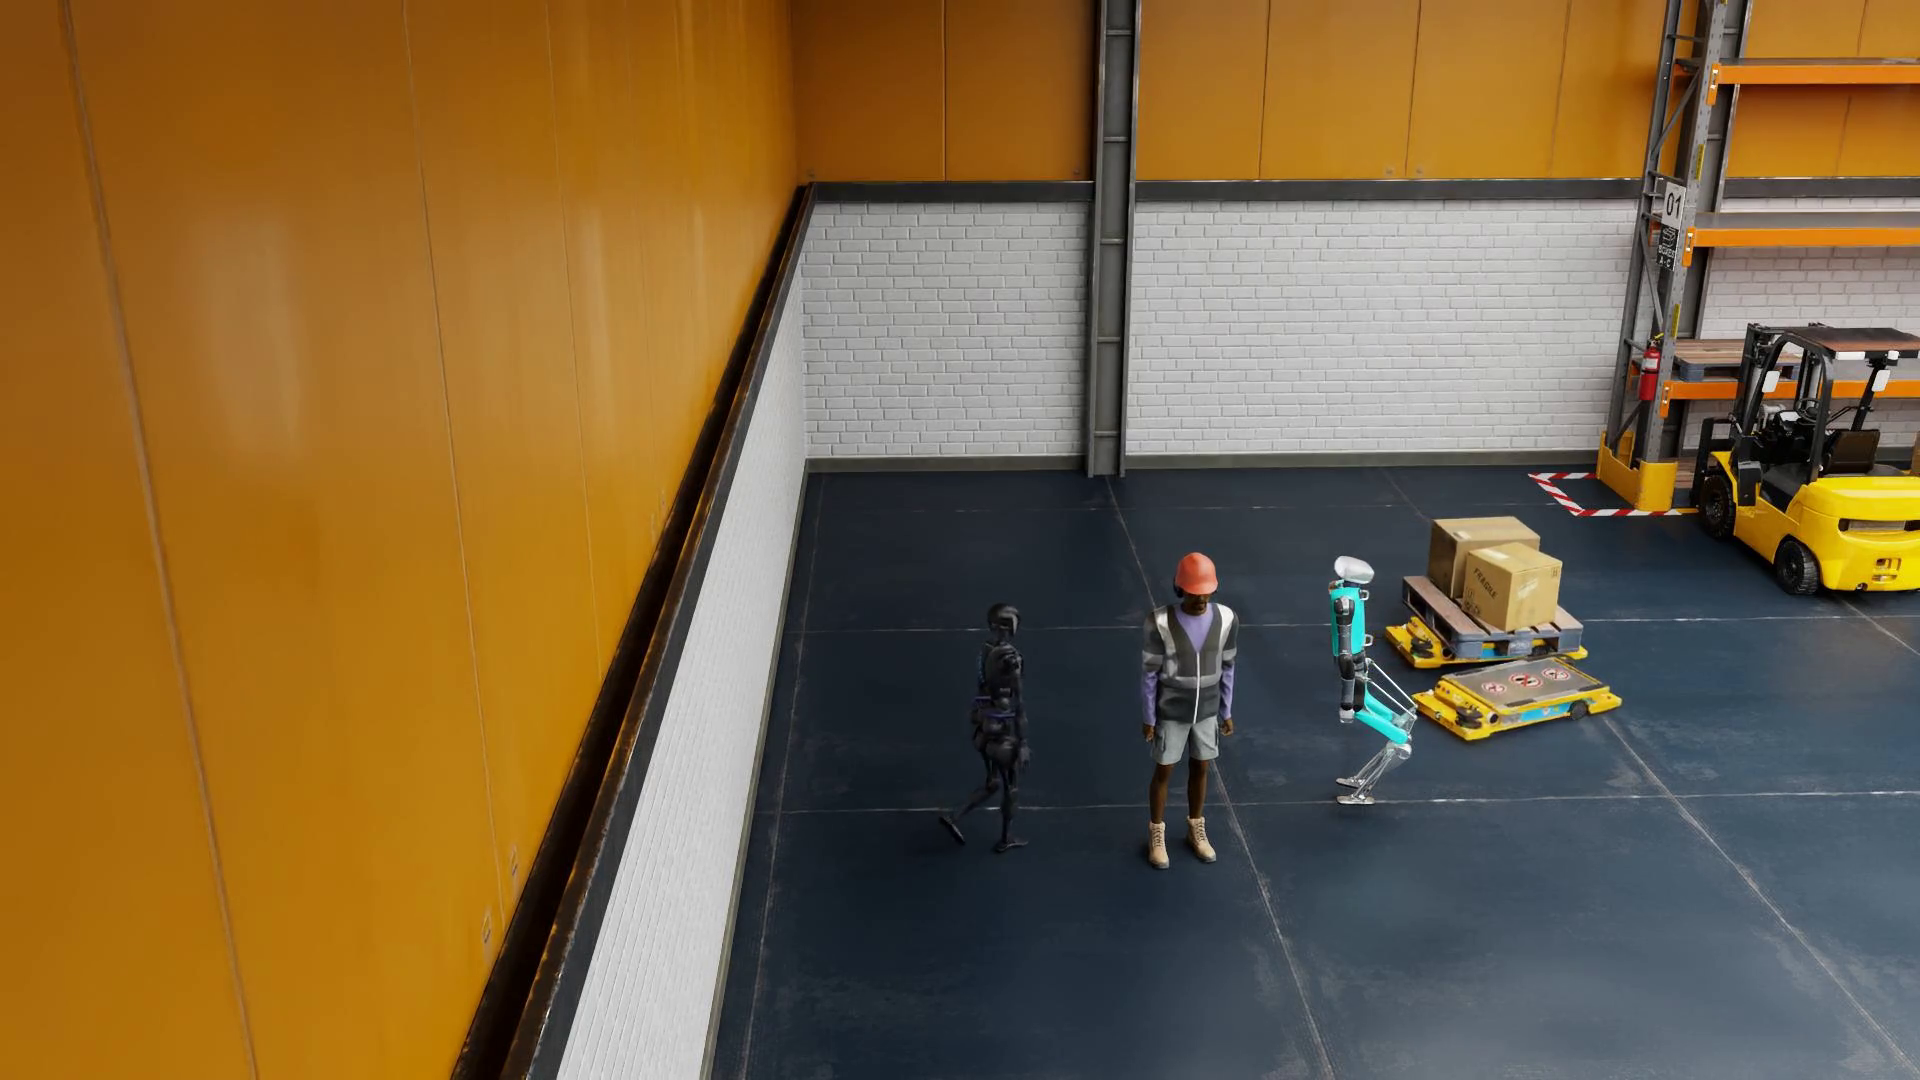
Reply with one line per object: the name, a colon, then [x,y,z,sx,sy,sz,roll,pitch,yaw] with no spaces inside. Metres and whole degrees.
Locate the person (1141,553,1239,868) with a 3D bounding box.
person: [1.401,1.038,10.181,0.606,2.044,0.368,-5,21,-12]

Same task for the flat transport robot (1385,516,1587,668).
flat transport robot: [4.234,0.787,13.419,1.431,0.231,0.659,-3,20,-7]

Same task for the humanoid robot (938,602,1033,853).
humanoid robot: [0.166,1.186,10.309,0.547,1.631,0.601,-10,22,-24]

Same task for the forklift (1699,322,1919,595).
forklift: [7.809,-0.792,14.926,1.214,2.155,2.313,-1,20,-2]

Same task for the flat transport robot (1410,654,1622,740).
flat transport robot: [4.148,1.163,12.399,1.431,0.231,0.659,-8,22,-21]

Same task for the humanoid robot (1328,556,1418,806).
humanoid robot: [2.701,0.929,10.719,0.735,1.679,0.533,6,21,15]
